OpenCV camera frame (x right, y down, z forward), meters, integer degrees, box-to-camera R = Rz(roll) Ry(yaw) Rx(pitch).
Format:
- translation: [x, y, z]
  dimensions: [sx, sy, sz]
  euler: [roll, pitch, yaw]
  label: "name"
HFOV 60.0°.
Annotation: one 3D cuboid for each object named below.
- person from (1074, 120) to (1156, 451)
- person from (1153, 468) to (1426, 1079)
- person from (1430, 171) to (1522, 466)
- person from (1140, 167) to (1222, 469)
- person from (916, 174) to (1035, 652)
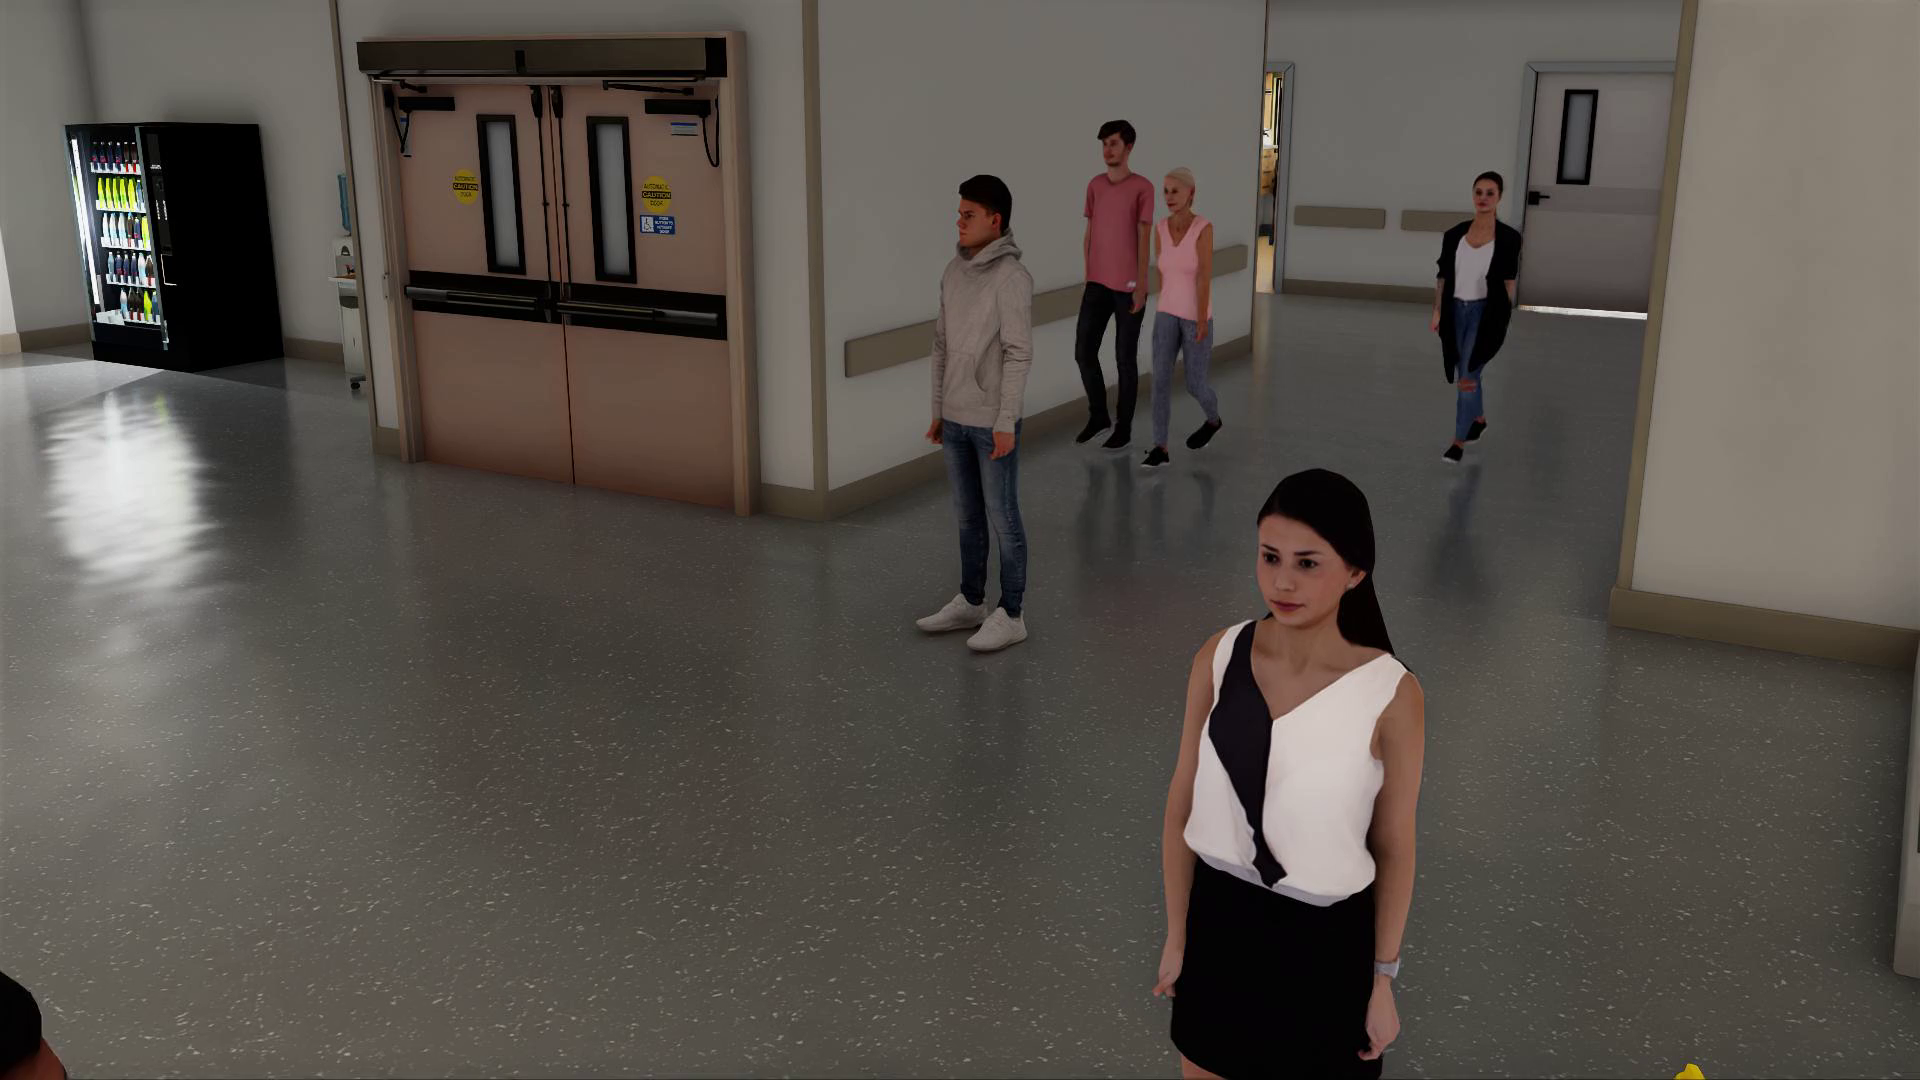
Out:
- translation: [0.997, -1.516, 9.987]
  dimensions: [0.516, 1.947, 0.668]
  euler: [9, 18, 29]
  label: "person"
- translation: [0.530, 0.687, 2.724]
  dimensions: [0.454, 1.648, 0.616]
  euler: [8, 18, 27]
  label: "person"
- translation: [3.021, -1.286, 9.734]
  dimensions: [1.087, 1.641, 0.770]
  euler: [11, 19, 35]
  label: "person"
- translation: [1.323, -1.259, 9.534]
  dimensions: [0.973, 1.698, 0.674]
  euler: [14, 21, 40]
  label: "person"
- translation: [0.103, -0.498, 6.548]
  dimensions: [0.799, 1.853, 0.640]
  euler: [-12, 20, -37]
  label: "person"
